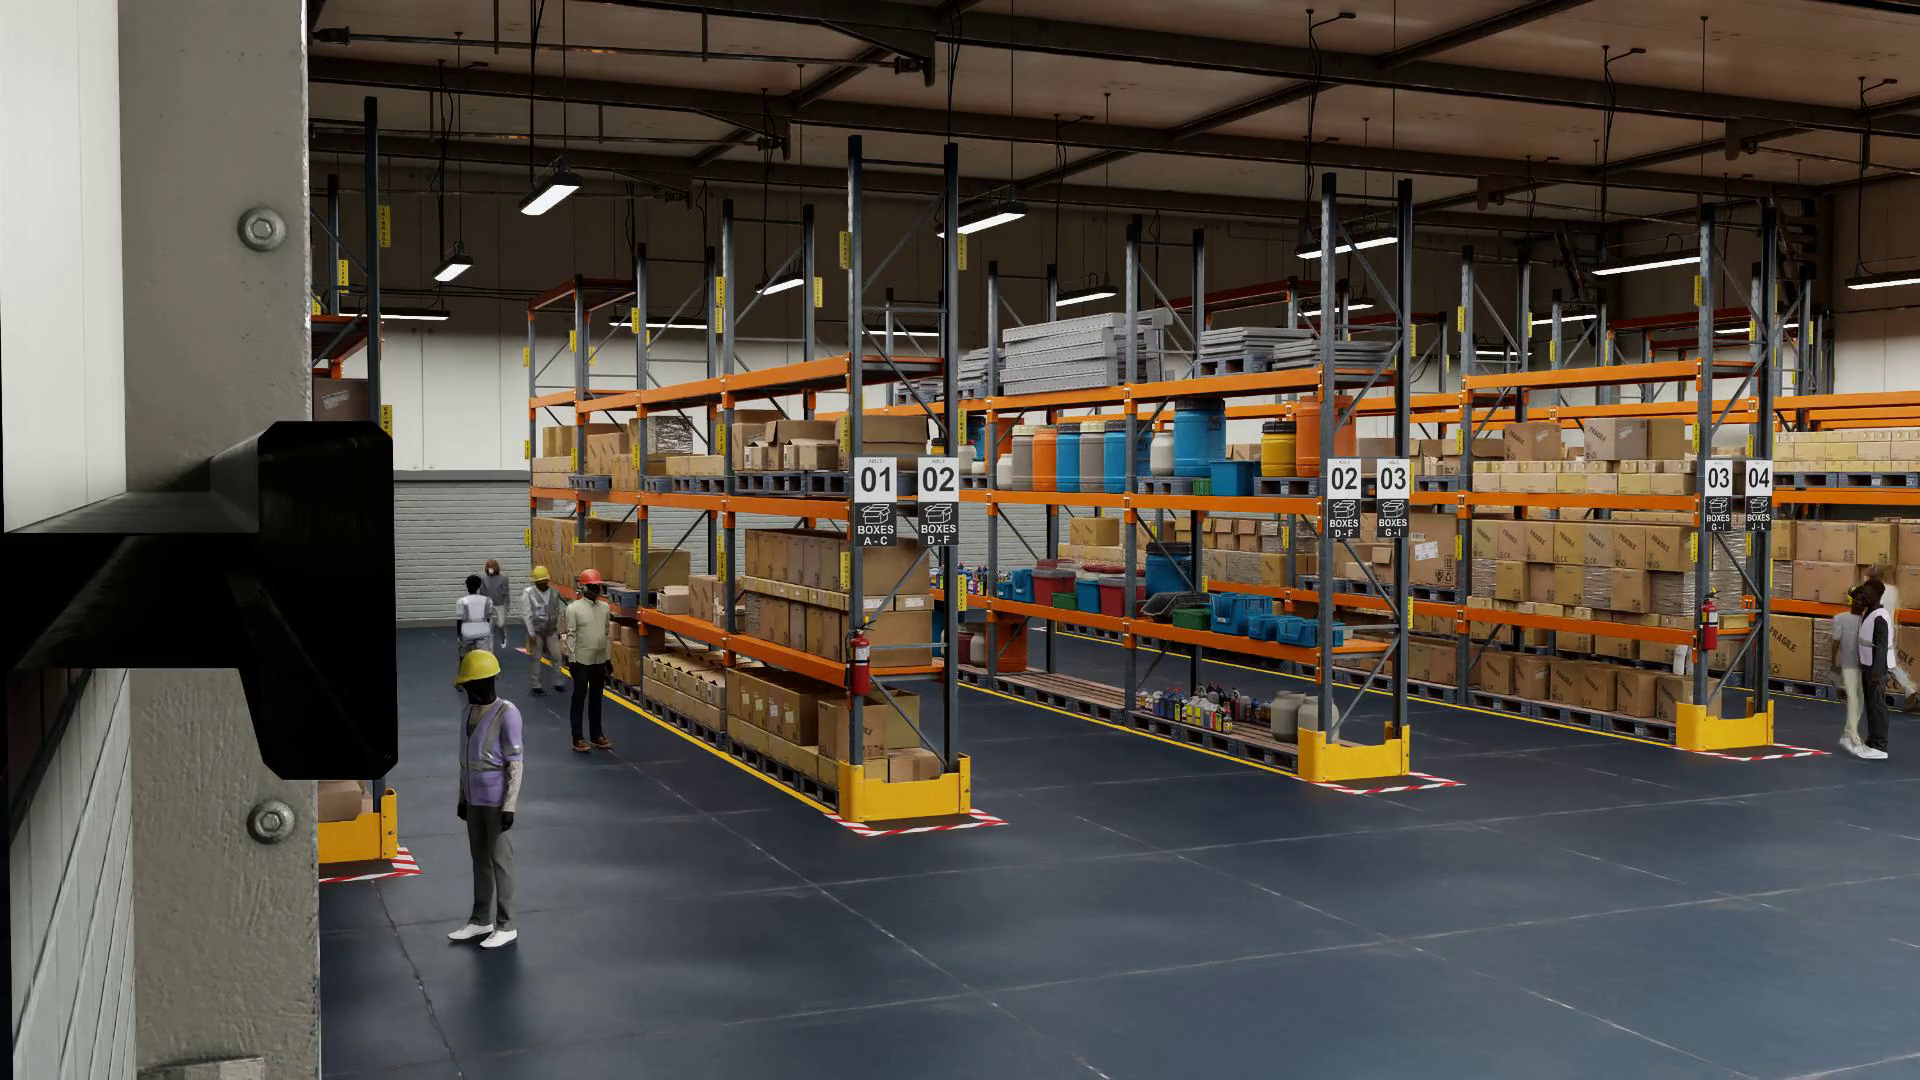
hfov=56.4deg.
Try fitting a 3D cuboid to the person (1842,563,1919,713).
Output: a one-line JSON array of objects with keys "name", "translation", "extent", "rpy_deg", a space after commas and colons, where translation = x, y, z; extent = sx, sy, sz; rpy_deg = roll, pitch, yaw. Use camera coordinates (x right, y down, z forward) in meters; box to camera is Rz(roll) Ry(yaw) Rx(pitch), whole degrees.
[{"name": "person", "translation": [11.780, 1.245, 22.865], "extent": [0.630, 1.907, 0.917], "rpy_deg": [-1, 2, -28]}]

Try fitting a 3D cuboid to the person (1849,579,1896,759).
[{"name": "person", "translation": [9.829, 1.374, 19.257], "extent": [0.390, 1.921, 0.591], "rpy_deg": [1, 2, 15]}]

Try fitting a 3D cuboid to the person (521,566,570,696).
[{"name": "person", "translation": [-5.645, 1.241, 24.389], "extent": [0.610, 1.797, 0.668], "rpy_deg": [-2, 3, -44]}]

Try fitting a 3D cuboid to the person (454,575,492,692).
[{"name": "person", "translation": [-6.651, 1.306, 24.486], "extent": [0.529, 1.638, 0.911], "rpy_deg": [-1, 3, -30]}]

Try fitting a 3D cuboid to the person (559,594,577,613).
[{"name": "person", "translation": [-7.211, 0.907, 32.705], "extent": [0.518, 1.833, 0.942], "rpy_deg": [2, 3, 40]}]

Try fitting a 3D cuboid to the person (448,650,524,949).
[{"name": "person", "translation": [-3.076, 1.667, 11.624], "extent": [0.585, 1.920, 0.382], "rpy_deg": [2, 3, 42]}]

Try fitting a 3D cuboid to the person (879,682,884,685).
[{"name": "person", "translation": [-1.128, 1.322, 22.828], "extent": [0.548, 1.746, 0.426], "rpy_deg": [-1, 2, -17]}]

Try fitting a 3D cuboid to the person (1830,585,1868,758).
[{"name": "person", "translation": [9.770, 1.413, 19.479], "extent": [0.567, 1.858, 0.646], "rpy_deg": [0, 2, -3]}]

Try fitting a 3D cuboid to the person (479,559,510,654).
[{"name": "person", "translation": [-7.814, 1.106, 30.145], "extent": [0.522, 1.613, 0.519], "rpy_deg": [0, 2, -3]}]

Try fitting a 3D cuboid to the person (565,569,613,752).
[{"name": "person", "translation": [-4.082, 1.317, 19.788], "extent": [0.388, 1.995, 0.621], "rpy_deg": [2, 3, 36]}]

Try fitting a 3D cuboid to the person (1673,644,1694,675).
[{"name": "person", "translation": [9.959, 1.194, 24.435], "extent": [0.573, 1.883, 0.353], "rpy_deg": [-1, 2, -25]}]
